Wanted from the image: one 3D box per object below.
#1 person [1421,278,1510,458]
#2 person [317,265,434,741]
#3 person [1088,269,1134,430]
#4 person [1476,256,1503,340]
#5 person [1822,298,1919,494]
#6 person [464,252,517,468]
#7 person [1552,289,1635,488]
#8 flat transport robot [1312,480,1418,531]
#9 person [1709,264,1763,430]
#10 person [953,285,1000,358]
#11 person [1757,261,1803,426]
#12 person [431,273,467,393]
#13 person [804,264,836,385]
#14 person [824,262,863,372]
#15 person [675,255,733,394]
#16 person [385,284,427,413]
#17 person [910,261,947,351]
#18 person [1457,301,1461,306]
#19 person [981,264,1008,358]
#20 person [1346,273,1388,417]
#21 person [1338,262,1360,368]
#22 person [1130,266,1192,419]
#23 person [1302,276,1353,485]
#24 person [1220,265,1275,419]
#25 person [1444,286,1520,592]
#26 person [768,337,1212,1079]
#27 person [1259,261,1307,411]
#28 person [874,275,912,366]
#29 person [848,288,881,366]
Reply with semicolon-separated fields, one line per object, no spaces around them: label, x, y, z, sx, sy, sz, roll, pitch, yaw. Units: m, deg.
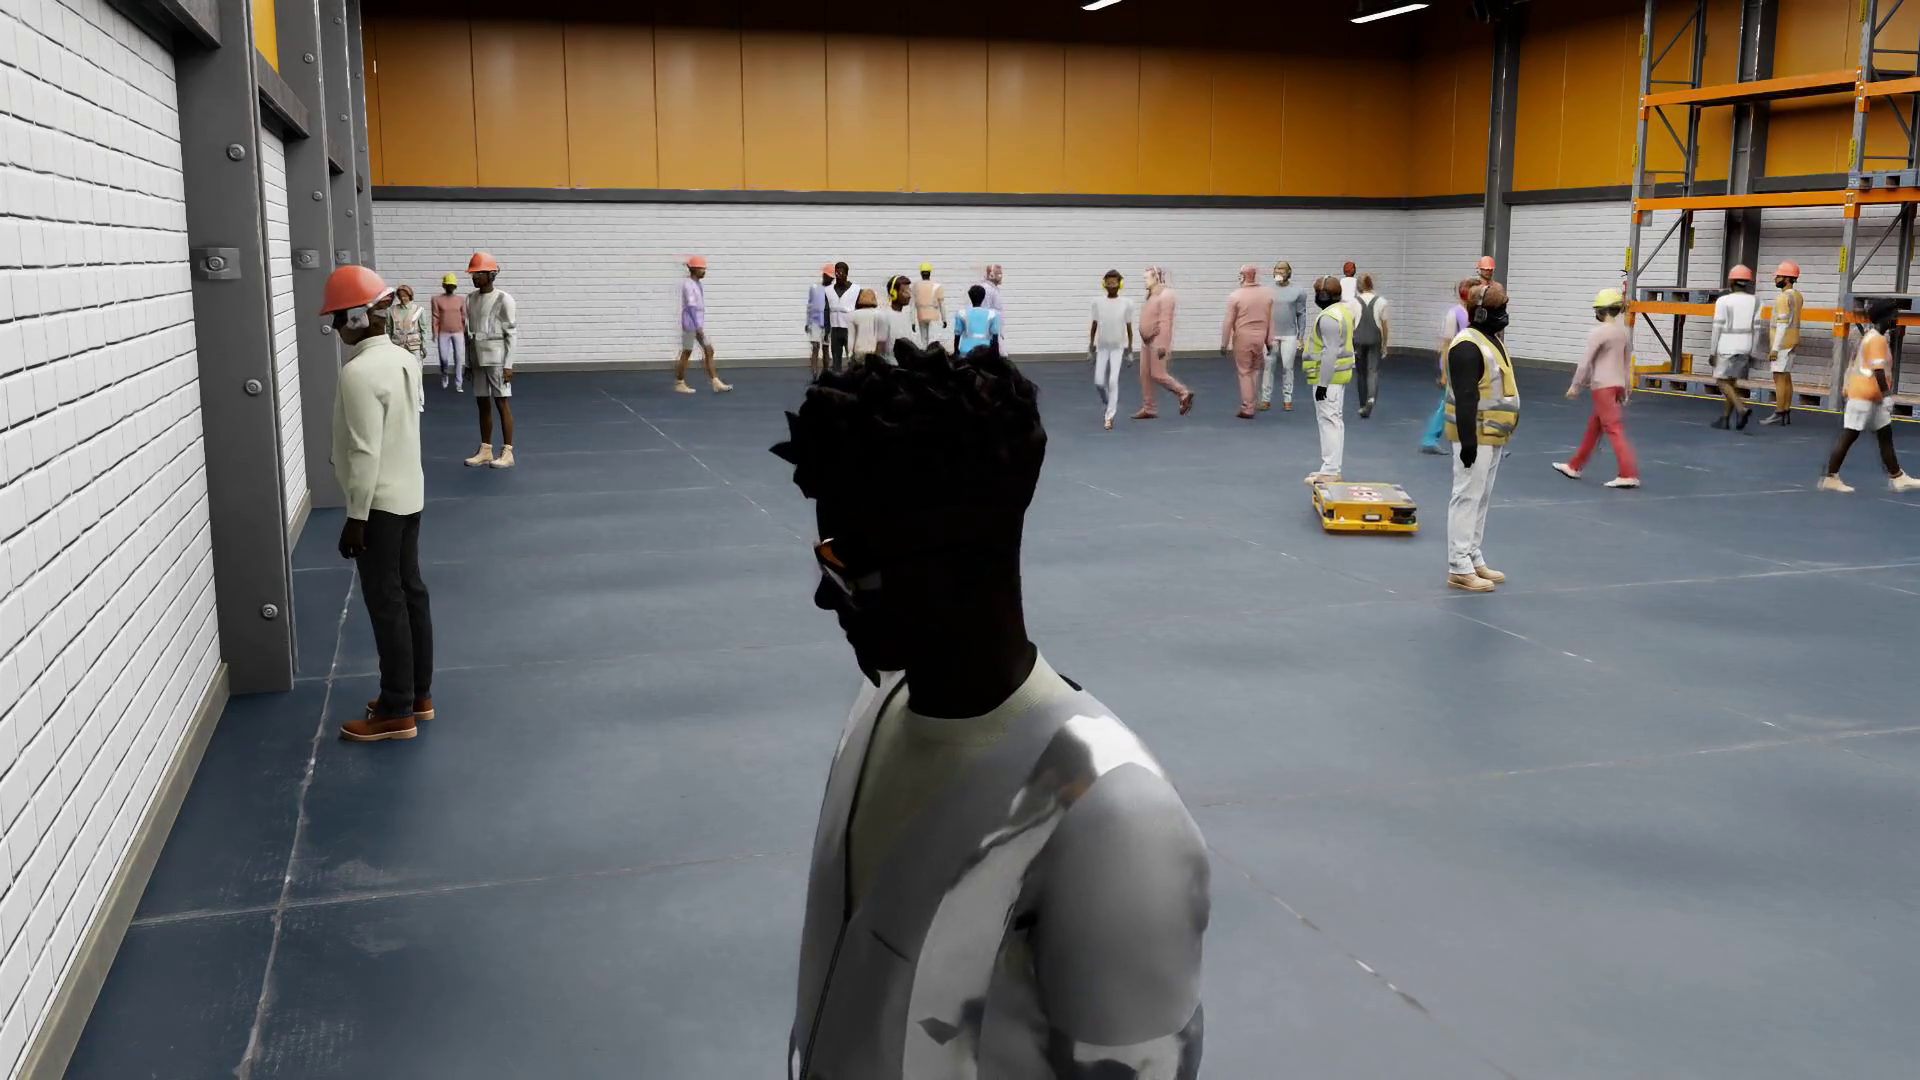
person;5.041;-1.702;16.545;0.961;1.791;0.583;8;13;39
person;-2.457;-0.152;7.013;0.391;1.989;0.611;0;10;2
person;1.754;-2.217;19.339;0.529;1.854;0.519;3;10;15
person;7.382;-3.002;23.493;0.623;1.993;0.385;-2;10;-12
person;7.760;-1.193;13.995;0.842;1.661;0.553;6;12;32
person;-4.494;-1.703;15.829;0.605;2.045;0.379;5;11;29
person;5.616;-1.333;14.619;0.540;1.718;0.901;-7;12;-37
flat transport robot;3.064;-0.271;12.667;0.652;0.197;1.431;1;10;8
person;8.880;-2.185;19.004;0.553;1.915;0.746;-1;10;-7
person;0.188;-2.247;20.097;0.553;1.643;0.859;-1;10;-6
person;9.732;-2.319;19.695;0.344;1.942;0.551;9;13;42
person;-7.472;-3.039;24.394;0.552;1.753;0.442;-4;11;-22
person;-2.140;-3.343;25.818;0.628;1.871;0.854;1;10;4
person;-1.642;-2.967;23.520;0.597;1.915;0.371;4;10;20
person;-3.723;-3.093;24.008;0.954;2.002;0.627;2;10;13
person;-7.078;-2.443;21.288;0.513;1.640;0.311;-1;10;-7
person;-0.555;-3.767;28.192;0.610;1.901;0.837;3;10;17
person;7.554;-2.991;24.515;0.500;1.624;0.305;7;12;33
person;0.538;-2.898;23.194;0.688;1.882;0.680;1;10;6
person;5.074;-2.419;20.736;0.542;1.799;0.873;2;10;10
person;6.906;-3.999;29.592;0.576;1.883;0.362;3;10;16
person;2.471;-2.420;20.443;0.651;1.885;0.650;-4;11;-21
person;3.232;-1.398;14.663;0.429;1.840;0.627;4;11;22
person;3.507;-2.464;20.676;0.661;1.882;0.728;-4;11;-21
person;3.179;-0.620;10.150;0.429;1.843;0.633;6;11;30
person;-0.001;0.767;1.779;0.378;1.958;0.600;-5;11;-27
person;4.150;-2.631;21.517;0.631;1.936;0.362;3;10;15
person;-0.487;-1.489;15.210;0.932;1.825;0.557;4;11;23
person;-1.171;-2.366;20.953;0.509;1.609;0.746;2;10;9
